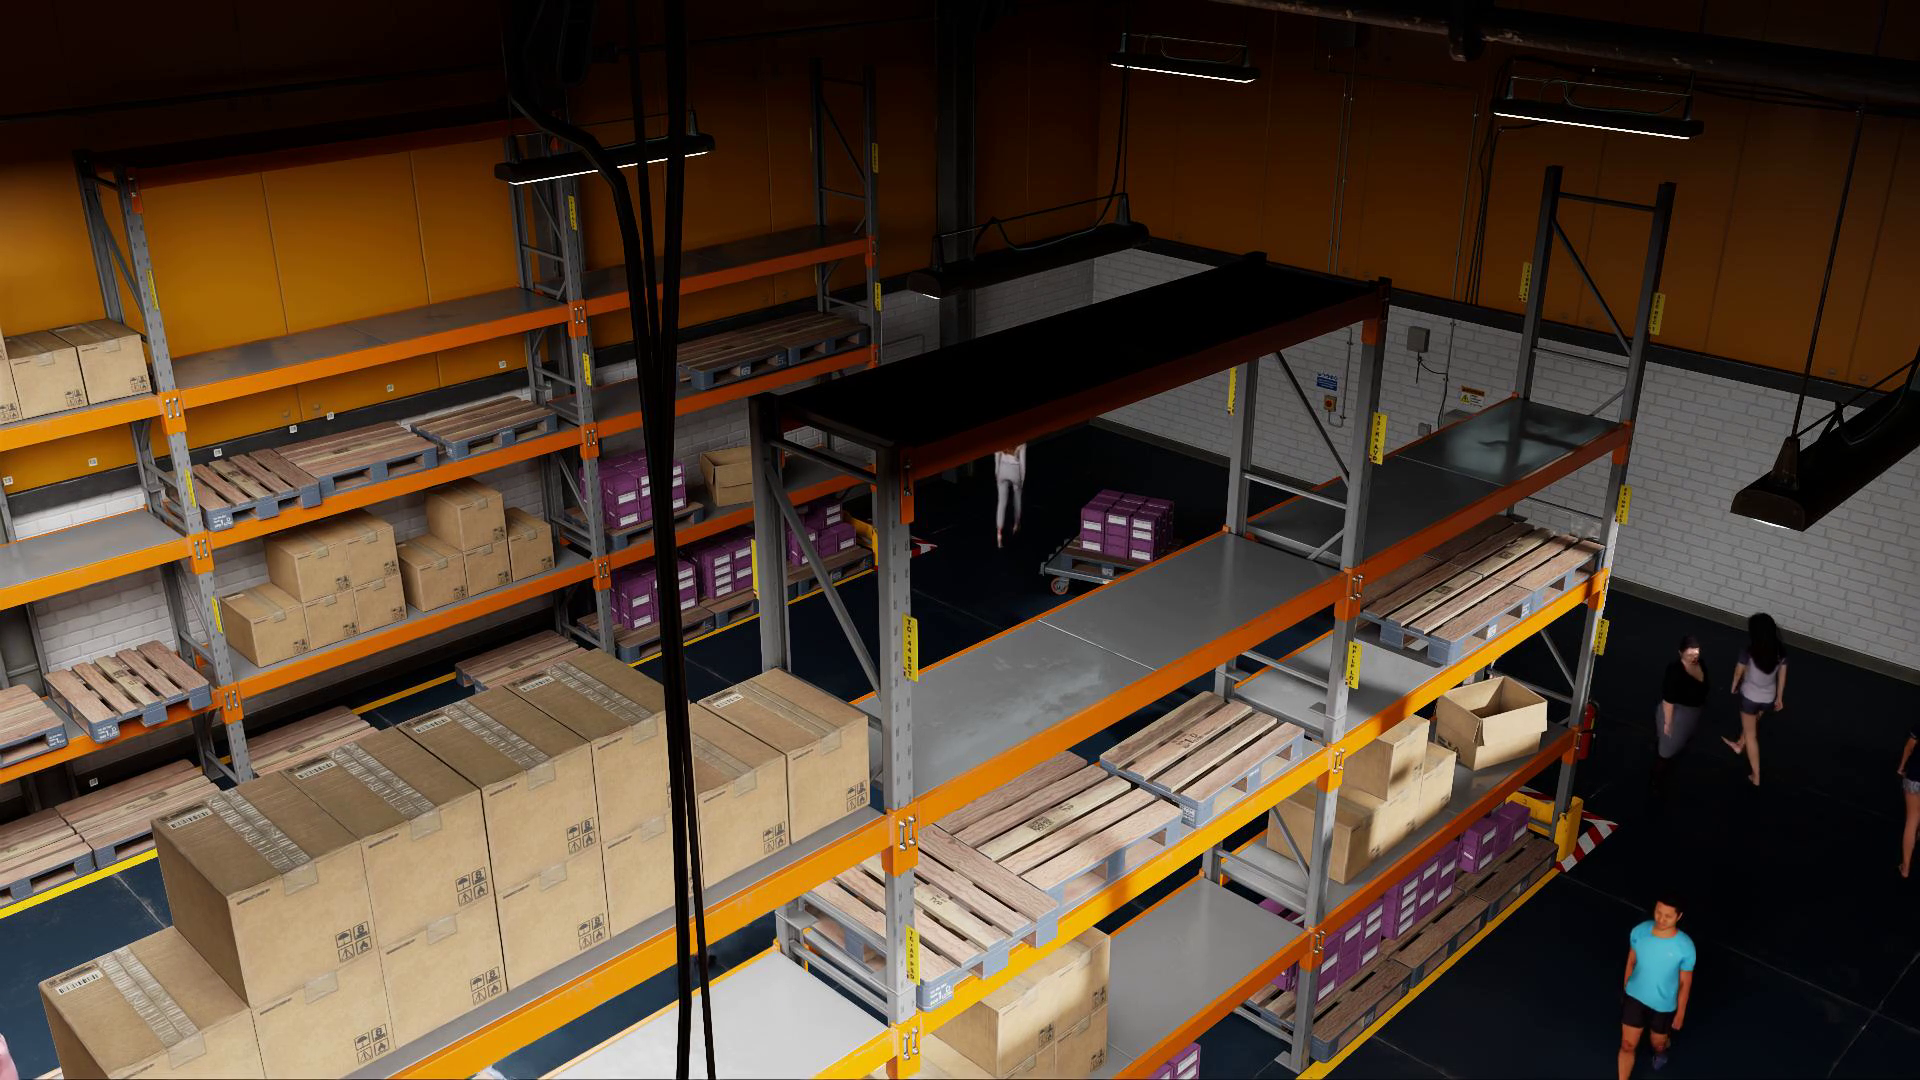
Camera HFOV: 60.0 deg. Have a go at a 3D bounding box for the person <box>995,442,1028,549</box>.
[{"bbox_3d":[0.593,-0.709,20.838,0.961,1.727,1.165,5,24,12],"label":"person"}]

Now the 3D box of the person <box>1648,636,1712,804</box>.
[{"bbox_3d":[6.669,1.643,15.446,0.899,1.737,0.717,21,31,40],"label":"person"}]

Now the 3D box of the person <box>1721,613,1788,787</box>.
[{"bbox_3d":[7.574,1.541,15.777,1.050,1.658,1.045,-1,24,-2],"label":"person"}]

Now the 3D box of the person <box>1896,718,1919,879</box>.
[{"bbox_3d":[8.339,2.126,14.348,0.796,1.731,1.100,11,26,24],"label":"person"}]

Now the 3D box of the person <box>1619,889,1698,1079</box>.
[{"bbox_3d":[4.951,3.225,11.809,0.659,1.750,1.050,20,30,38],"label":"person"}]
